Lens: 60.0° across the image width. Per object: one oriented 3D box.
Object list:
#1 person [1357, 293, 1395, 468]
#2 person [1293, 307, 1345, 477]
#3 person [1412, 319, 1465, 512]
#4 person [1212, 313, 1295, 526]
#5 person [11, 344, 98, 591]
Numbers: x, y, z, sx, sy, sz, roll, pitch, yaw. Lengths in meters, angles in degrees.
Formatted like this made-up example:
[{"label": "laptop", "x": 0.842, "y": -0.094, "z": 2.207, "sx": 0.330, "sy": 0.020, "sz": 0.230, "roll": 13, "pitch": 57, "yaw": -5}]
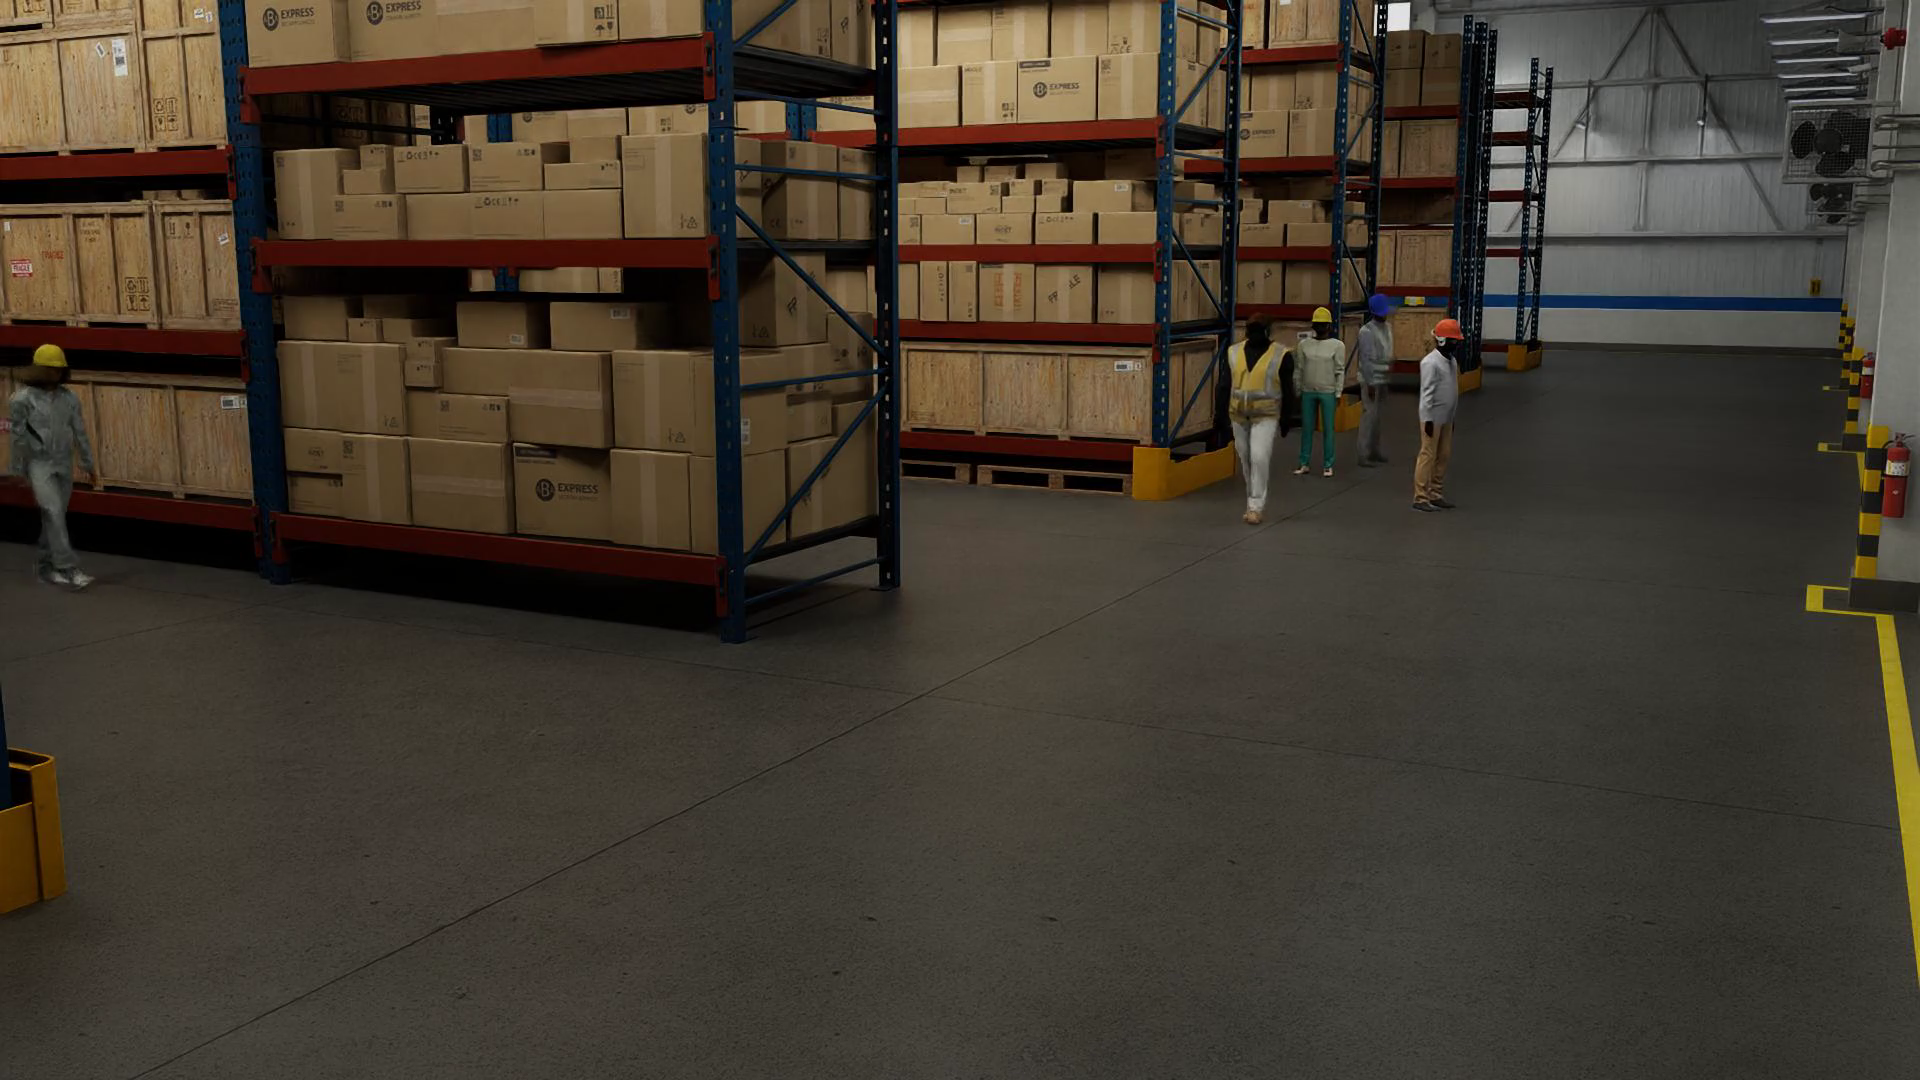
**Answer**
[{"label": "person", "x": 4.588, "y": -1.744, "z": 18.216, "sx": 0.404, "sy": 1.904, "sz": 0.768, "roll": 8, "pitch": 13, "yaw": 39}, {"label": "person", "x": 3.753, "y": -1.545, "z": 17.405, "sx": 0.525, "sy": 1.772, "sz": 0.309, "roll": 5, "pitch": 11, "yaw": 27}, {"label": "person", "x": 4.358, "y": -1.125, "z": 15.053, "sx": 0.352, "sy": 1.742, "sz": 0.567, "roll": 9, "pitch": 13, "yaw": 43}, {"label": "person", "x": 2.489, "y": -1.036, "z": 14.348, "sx": 0.633, "sy": 1.811, "sz": 0.837, "roll": 6, "pitch": 12, "yaw": 33}, {"label": "person", "x": -6.218, "y": -0.491, "z": 11.510, "sx": 0.877, "sy": 1.698, "sz": 0.494, "roll": 5, "pitch": 11, "yaw": 25}]
